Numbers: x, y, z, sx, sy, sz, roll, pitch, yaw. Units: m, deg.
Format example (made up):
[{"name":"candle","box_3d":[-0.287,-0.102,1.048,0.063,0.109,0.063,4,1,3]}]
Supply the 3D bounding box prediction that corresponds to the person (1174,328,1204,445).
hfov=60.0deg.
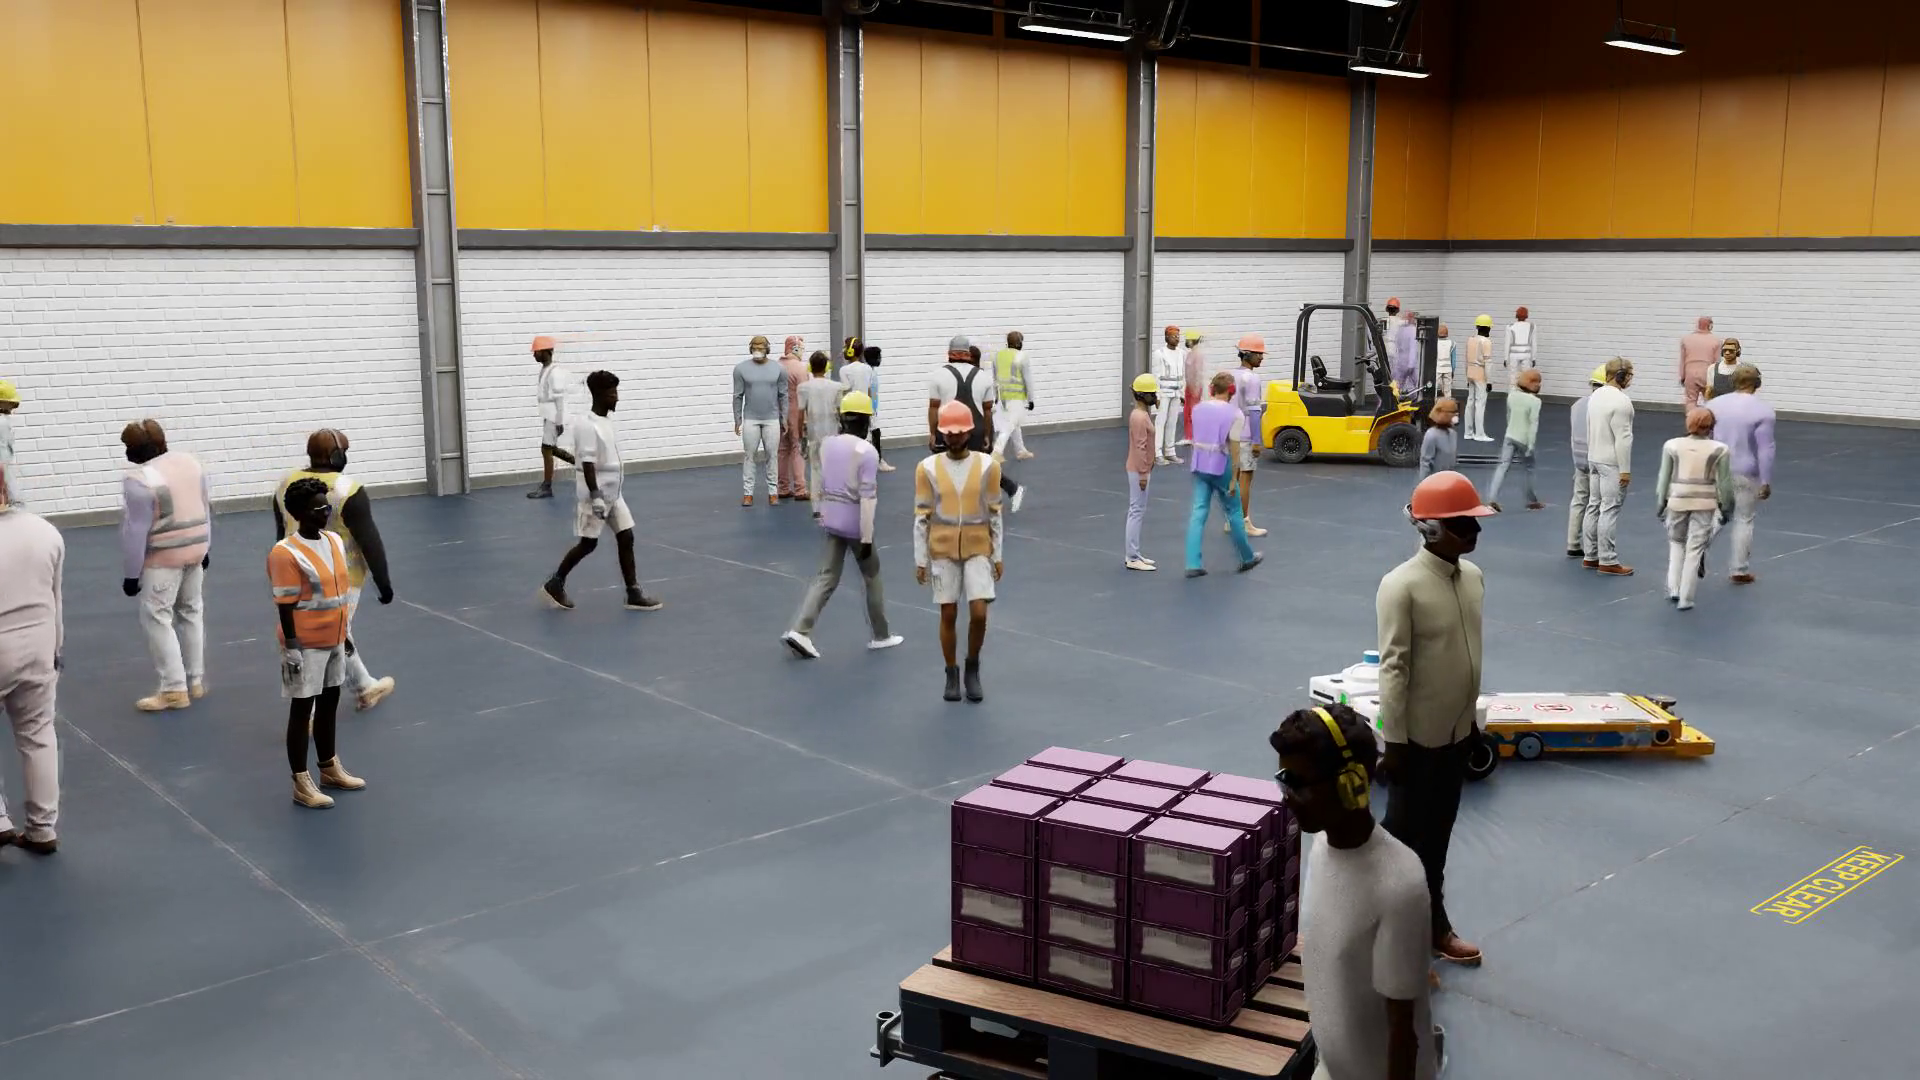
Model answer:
[{"name":"person","box_3d":[3.540,-2.270,24.709,0.605,1.753,0.528,-2,10,-14]}]

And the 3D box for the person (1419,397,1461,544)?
[{"name":"person","box_3d":[4.130,-0.414,14.215,0.386,1.615,0.527,8,13,40]}]

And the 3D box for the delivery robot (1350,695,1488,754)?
[{"name":"delivery robot","box_3d":[2.487,0.961,9.030,0.707,0.478,0.477,-3,10,-17]}]

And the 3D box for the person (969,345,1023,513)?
[{"name":"person","box_3d":[0.292,-1.161,17.880,0.830,1.883,0.637,-3,10,-15]}]

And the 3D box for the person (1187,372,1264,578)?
[{"name":"person","box_3d":[2.320,-0.582,14.719,0.567,1.791,0.917,8,13,41]}]

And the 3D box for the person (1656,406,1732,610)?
[{"name":"person","box_3d":[5.879,-0.258,13.311,0.538,1.615,0.558,7,12,34]}]

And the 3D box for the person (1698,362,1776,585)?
[{"name":"person","box_3d":[6.565,-0.550,14.183,0.601,1.920,0.659,-7,12,-34]}]

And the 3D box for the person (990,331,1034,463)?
[{"name":"person","box_3d":[0.697,-1.962,22.802,0.952,1.803,0.644,-9,13,-42]}]

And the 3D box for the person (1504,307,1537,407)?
[{"name":"person","box_3d":[10.382,-3.379,30.828,0.584,1.882,0.337,2,10,9]}]

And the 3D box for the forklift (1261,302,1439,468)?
[{"name":"forklift","box_3d":[5.320,-2.157,22.763,2.313,2.155,1.214,3,10,16]}]

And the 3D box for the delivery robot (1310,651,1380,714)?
[{"name":"delivery robot","box_3d":[2.355,0.878,9.517,0.707,0.478,0.477,-5,11,-26]}]

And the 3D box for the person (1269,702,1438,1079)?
[{"name":"person","box_3d":[0.853,1.269,3.797,0.894,1.817,0.663,-2,10,-13]}]

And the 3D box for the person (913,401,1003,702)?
[{"name":"person","box_3d":[-0.011,0.086,10.439,0.564,1.915,0.517,0,10,0]}]

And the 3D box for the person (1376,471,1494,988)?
[{"name":"person","box_3d":[1.845,0.722,6.488,0.612,1.997,0.375,-9,13,-42]}]

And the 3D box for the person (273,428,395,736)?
[{"name":"person","box_3d":[-3.733,0.225,9.987,0.648,1.790,0.957,4,10,22]}]

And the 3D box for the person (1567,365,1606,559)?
[{"name":"person","box_3d":[5.863,-0.695,15.304,0.404,1.826,0.594,-4,10,-22]}]

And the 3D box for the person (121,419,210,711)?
[{"name":"person","box_3d":[-4.971,0.145,10.427,0.430,1.814,0.703,3,10,16]}]

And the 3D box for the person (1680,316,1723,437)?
[{"name":"person","box_3d":[11.586,-2.555,26.005,0.648,1.887,0.600,7,12,36]}]

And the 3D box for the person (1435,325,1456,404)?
[{"name":"person","box_3d":[8.242,-2.860,28.506,0.514,1.639,0.310,-1,10,-5]}]

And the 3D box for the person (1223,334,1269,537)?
[{"name":"person","box_3d":[2.880,-1.051,16.742,0.394,2.040,0.608,-3,10,-15]}]

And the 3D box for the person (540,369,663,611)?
[{"name":"person","box_3d":[-2.869,-0.384,13.145,0.907,1.937,0.620,3,10,16]}]

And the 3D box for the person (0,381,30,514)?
[{"name":"person","box_3d":[-8.631,-0.583,15.005,0.600,1.695,0.654,9,13,42]}]

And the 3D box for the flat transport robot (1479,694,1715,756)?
[{"name":"flat transport robot","box_3d":[3.494,1.056,9.578,1.431,0.197,0.652,0,10,0]}]

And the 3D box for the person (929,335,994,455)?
[{"name":"person","box_3d":[-0.001,-1.151,17.322,0.710,2.000,0.677,-3,10,-16]}]

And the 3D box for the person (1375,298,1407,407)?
[{"name":"person","box_3d":[8.022,-3.478,30.940,0.608,2.044,0.370,4,10,20]}]

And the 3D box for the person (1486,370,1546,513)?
[{"name":"person","box_3d":[6.137,-1.080,18.264,0.878,1.585,0.500,-6,12,-33]}]

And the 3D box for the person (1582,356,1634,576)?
[{"name":"person","box_3d":[5.761,-0.657,14.735,0.372,1.939,0.631,-1,10,-6]}]

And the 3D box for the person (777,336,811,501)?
[{"name":"person","box_3d":[-1.909,-1.406,19.230,0.406,1.902,0.638,-9,13,-43]}]

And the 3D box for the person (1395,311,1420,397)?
[{"name":"person","box_3d":[7.912,-3.109,29.383,1.001,1.851,0.660,-2,10,-13]}]

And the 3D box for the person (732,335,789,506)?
[{"name":"person","box_3d":[-2.245,-1.348,18.780,0.633,1.936,0.353,-1,10,-8]}]

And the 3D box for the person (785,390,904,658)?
[{"name":"person","box_3d":[-0.844,-0.109,11.728,0.584,1.884,0.926,8,13,40]}]

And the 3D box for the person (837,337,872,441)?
[{"name":"person","box_3d":[-1.246,-1.442,19.511,0.318,1.876,0.531,8,13,40]}]

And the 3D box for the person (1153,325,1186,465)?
[{"name":"person","box_3d":[2.837,-1.956,22.500,0.575,1.882,0.360,-8,12,-38]}]

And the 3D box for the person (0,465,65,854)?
[{"name":"person","box_3d":[-4.489,0.554,7.775,0.493,1.888,0.660,5,11,29]}]

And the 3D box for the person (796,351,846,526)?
[{"name":"person","box_3d":[-1.447,-1.073,17.489,0.520,1.835,0.845,1,10,3]}]

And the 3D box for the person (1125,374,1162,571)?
[{"name":"person","box_3d":[1.652,-0.614,14.982,0.315,1.767,0.535,1,10,5]}]

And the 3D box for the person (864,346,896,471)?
[{"name":"person","box_3d":[-1.300,-1.717,21.760,0.840,1.656,0.531,0,10,-1]}]

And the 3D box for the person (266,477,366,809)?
[{"name":"person","box_3d":[-3.314,0.517,8.563,0.317,1.696,0.537,2,10,13]}]

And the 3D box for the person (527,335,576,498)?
[{"name":"person","box_3d":[-4.698,-1.450,19.479,0.791,1.912,0.544,-6,11,-30]}]

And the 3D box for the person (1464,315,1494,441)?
[{"name":"person","box_3d":[7.921,-2.465,25.349,0.366,1.927,0.585,-3,10,-18]}]

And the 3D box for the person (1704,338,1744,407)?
[{"name":"person","box_3d":[9.143,-1.487,19.863,0.508,1.846,0.345,6,12,33]}]
